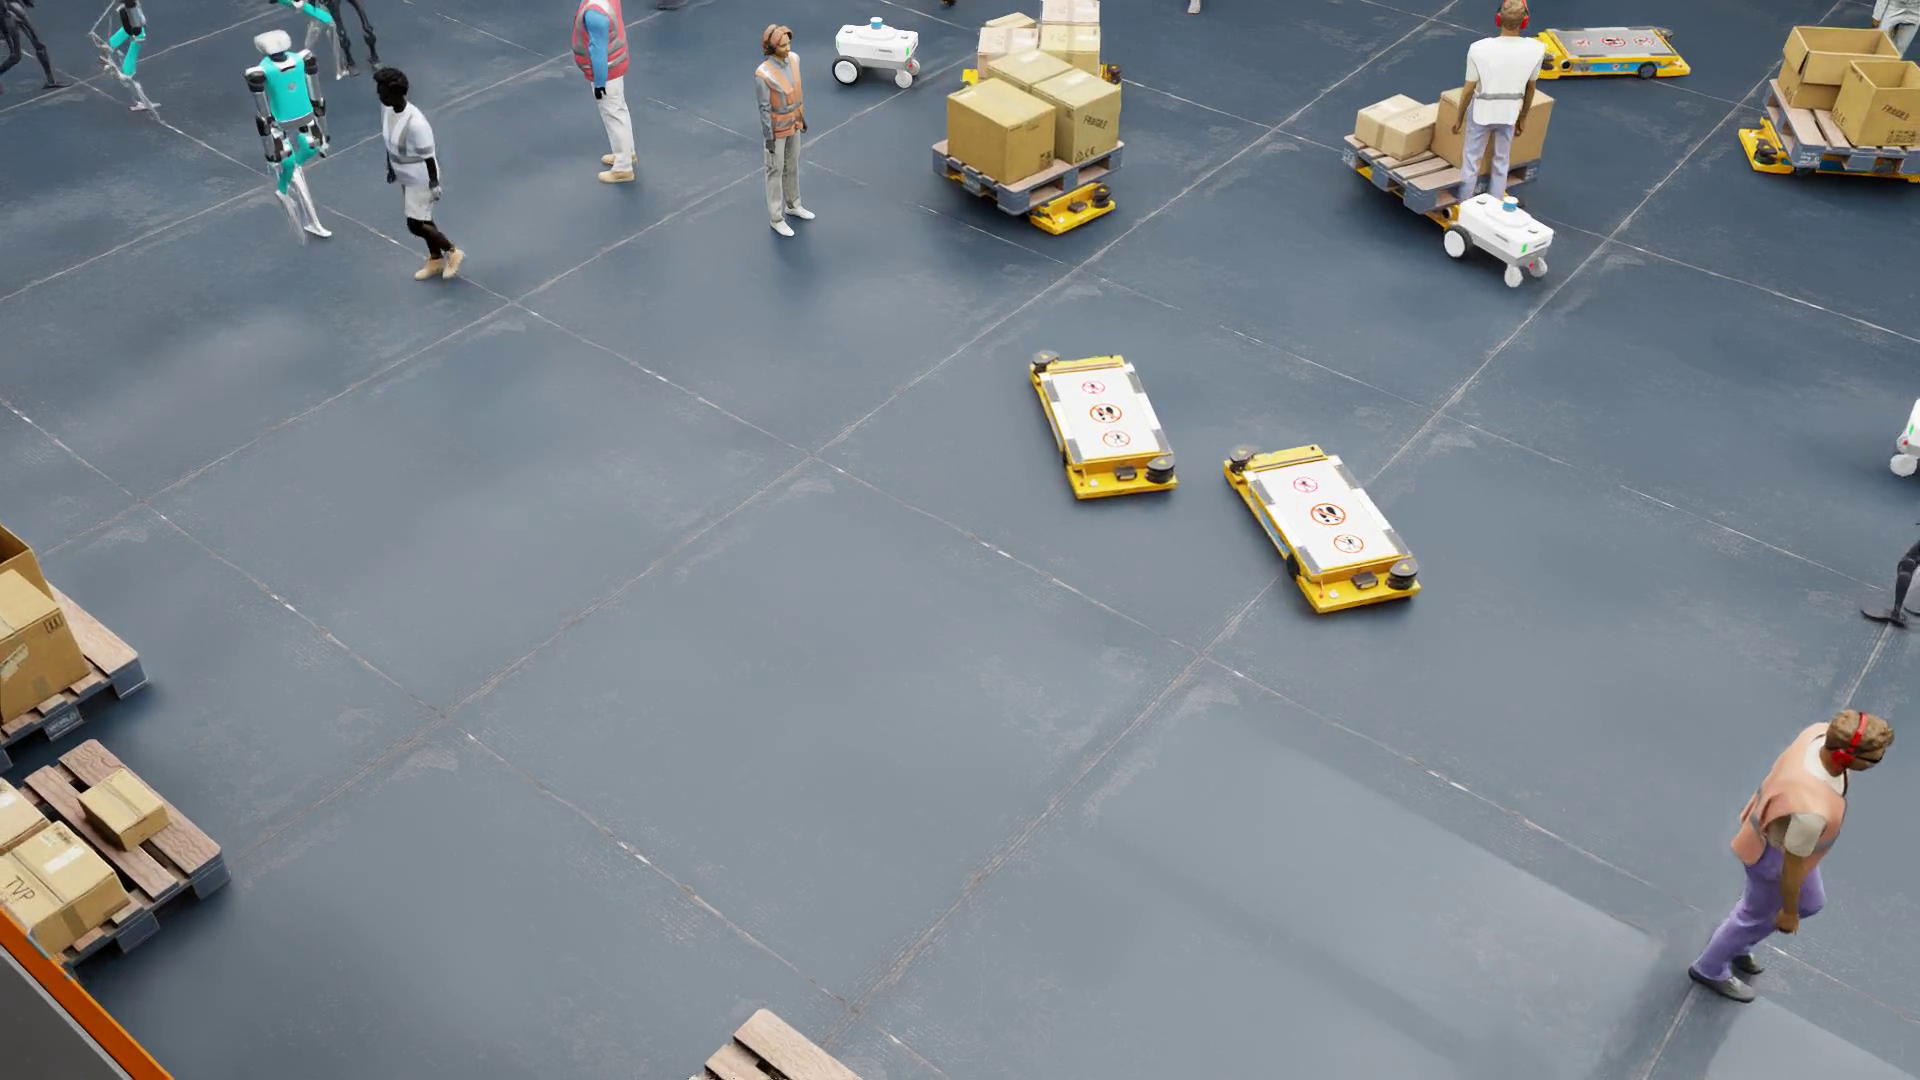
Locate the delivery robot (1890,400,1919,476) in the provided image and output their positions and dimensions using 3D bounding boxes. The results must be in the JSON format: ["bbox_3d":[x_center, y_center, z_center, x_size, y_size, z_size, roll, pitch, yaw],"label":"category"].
[{"bbox_3d":[6.409,-0.584,10.556,0.792,0.611,0.499,22,45,24],"label":"delivery robot"}]

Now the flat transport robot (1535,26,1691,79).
[{"bbox_3d":[5.935,-4.495,15.365,1.431,0.231,0.659,-2,40,-2],"label":"flat transport robot"}]

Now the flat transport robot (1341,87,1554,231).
[{"bbox_3d":[3.858,-2.879,13.465,0.659,0.231,1.431,-18,44,-20],"label":"flat transport robot"}]

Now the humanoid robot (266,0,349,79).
[{"bbox_3d":[-5.868,-4.933,14.762,0.530,1.794,0.795,25,46,26],"label":"humanoid robot"}]

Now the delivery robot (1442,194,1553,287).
[{"bbox_3d":[4.097,-2.316,12.568,0.499,0.576,0.768,-23,45,-24],"label":"delivery robot"}]

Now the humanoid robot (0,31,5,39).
[{"bbox_3d":[-9.371,-5.449,15.413,0.521,1.643,0.587,10,41,11],"label":"humanoid robot"}]

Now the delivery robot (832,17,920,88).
[{"bbox_3d":[-0.772,-4.430,15.077,0.794,0.606,0.499,9,41,11],"label":"delivery robot"}]

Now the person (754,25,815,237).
[{"bbox_3d":[-1.355,-3.143,12.715,0.306,1.640,0.513,20,44,21],"label":"person"}]

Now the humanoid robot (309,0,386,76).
[{"bbox_3d":[-5.531,-4.961,14.818,0.593,1.650,0.368,-23,45,-24],"label":"humanoid robot"}]

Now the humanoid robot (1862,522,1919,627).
[{"bbox_3d":[5.564,-0.194,9.231,0.430,1.634,0.609,27,47,28],"label":"humanoid robot"}]

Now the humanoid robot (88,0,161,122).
[{"bbox_3d":[-7.192,-4.379,14.151,0.724,1.865,0.531,-14,42,-16],"label":"humanoid robot"}]

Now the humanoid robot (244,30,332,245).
[{"bbox_3d":[-5.060,-2.983,12.524,0.747,1.875,0.531,32,50,32],"label":"humanoid robot"}]

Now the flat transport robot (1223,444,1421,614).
[{"bbox_3d":[2.202,-0.123,10.222,0.659,0.231,1.431,-11,42,-12],"label":"flat transport robot"}]

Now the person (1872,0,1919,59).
[{"bbox_3d":[8.084,-4.535,14.283,0.481,1.733,0.341,-3,40,-4],"label":"person"}]

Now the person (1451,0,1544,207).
[{"bbox_3d":[4.034,-3.191,12.620,0.562,1.837,0.393,0,40,0],"label":"person"}]

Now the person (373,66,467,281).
[{"bbox_3d":[-3.978,-2.637,12.082,0.374,1.685,0.540,-28,48,-29],"label":"person"}]

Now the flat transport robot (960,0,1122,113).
[{"bbox_3d":[0.726,-4.040,14.831,1.431,0.231,0.659,3,40,3],"label":"flat transport robot"}]

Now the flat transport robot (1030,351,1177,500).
[{"bbox_3d":[0.932,-0.798,11.016,0.659,0.231,1.431,-7,41,-8],"label":"flat transport robot"}]

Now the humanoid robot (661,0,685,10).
[{"bbox_3d":[-2.958,-5.997,16.082,0.646,1.644,0.610,10,41,11],"label":"humanoid robot"}]

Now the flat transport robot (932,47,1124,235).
[{"bbox_3d":[0.531,-2.916,13.508,0.659,0.231,1.431,-29,48,-30],"label":"flat transport robot"}]

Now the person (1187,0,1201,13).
[{"bbox_3d":[2.346,-6.166,16.116,0.580,1.849,0.906,12,42,13],"label":"person"}]

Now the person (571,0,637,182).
[{"bbox_3d":[-2.858,-3.770,13.311,0.431,1.837,0.630,-3,40,-3],"label":"person"}]

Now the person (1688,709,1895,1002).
[{"bbox_3d":[3.609,1.395,7.230,0.497,1.826,0.593,20,44,22],"label":"person"}]

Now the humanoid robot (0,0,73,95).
[{"bbox_3d":[-8.410,-4.707,14.551,0.696,1.634,0.602,-7,41,-8],"label":"humanoid robot"}]

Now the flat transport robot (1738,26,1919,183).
[{"bbox_3d":[7.341,-3.267,13.922,1.431,0.231,0.659,6,41,6],"label":"flat transport robot"}]

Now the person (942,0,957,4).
[{"bbox_3d":[-0.038,-6.170,16.222,0.540,1.694,0.958,16,43,18],"label":"person"}]
